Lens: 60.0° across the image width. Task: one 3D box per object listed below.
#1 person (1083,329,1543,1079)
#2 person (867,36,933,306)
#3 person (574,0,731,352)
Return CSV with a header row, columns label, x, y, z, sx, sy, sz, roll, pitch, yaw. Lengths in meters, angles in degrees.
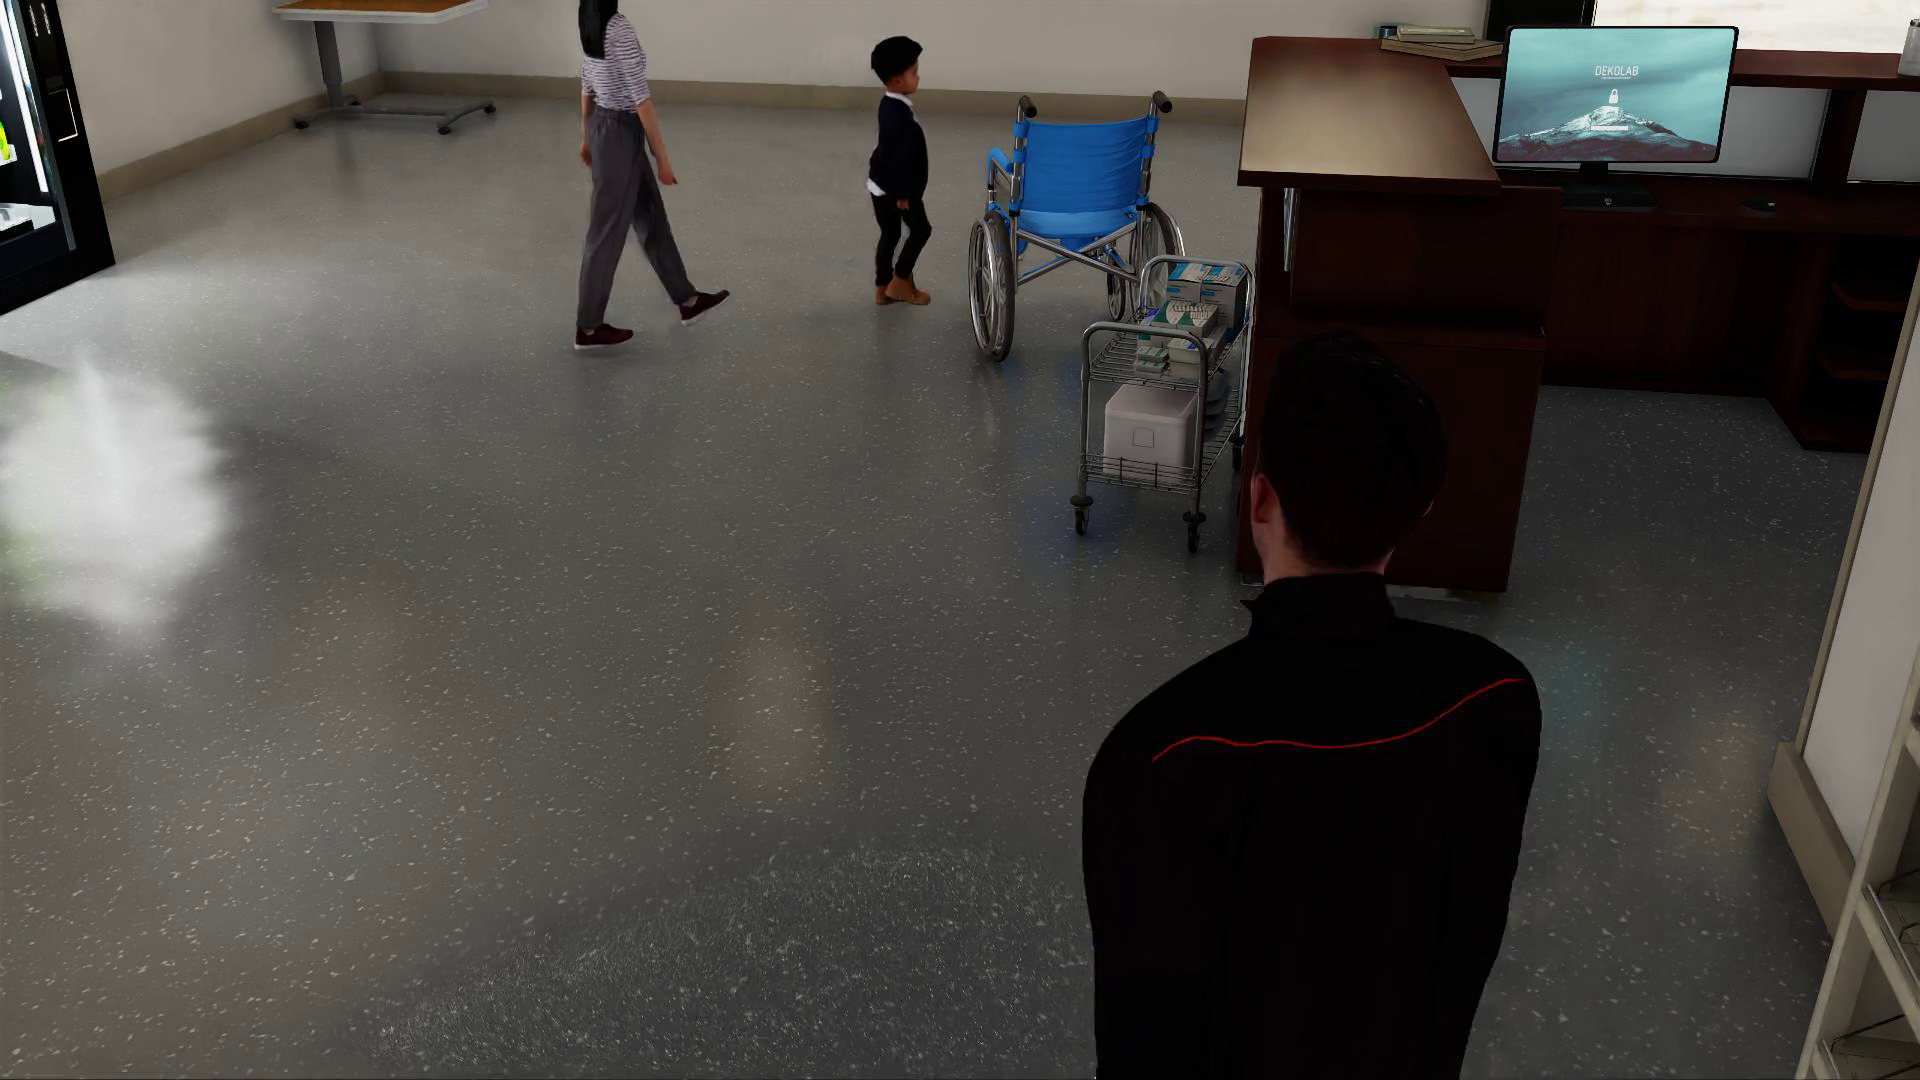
label,x,y,z,sx,sy,sz,roll,pitch,yaw
person,0.408,0.742,1.885,1.021,1.870,1.327,-6,26,-12
person,-0.339,-1.647,7.544,0.650,1.218,0.563,-11,28,-21
person,-1.515,-1.601,6.935,1.058,1.704,1.027,-15,29,-28
